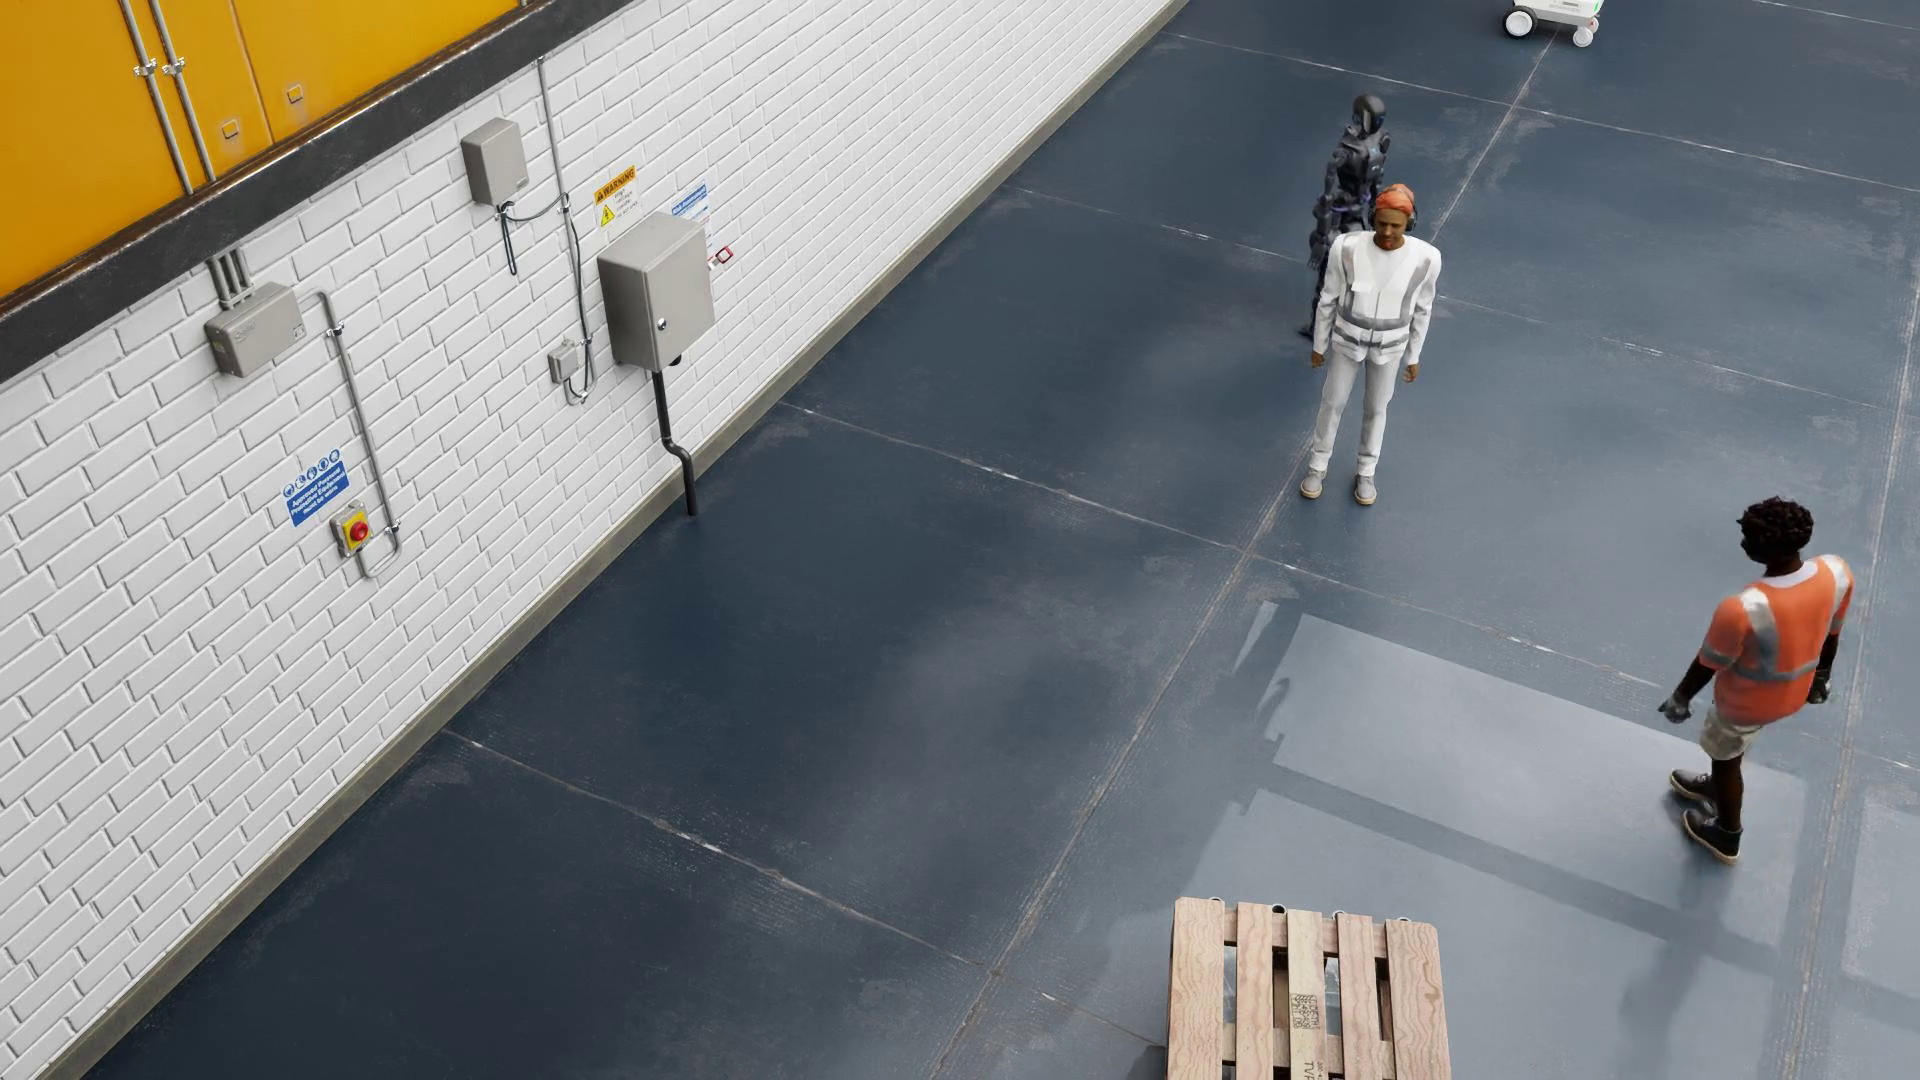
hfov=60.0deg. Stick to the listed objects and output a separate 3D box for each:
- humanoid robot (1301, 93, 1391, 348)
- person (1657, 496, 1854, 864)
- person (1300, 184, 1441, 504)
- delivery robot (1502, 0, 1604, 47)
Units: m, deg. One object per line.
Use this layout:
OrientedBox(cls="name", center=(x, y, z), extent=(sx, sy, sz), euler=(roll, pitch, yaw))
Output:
OrientedBox(cls="humanoid robot", center=(2.314, -1.894, 9.953), extent=(0.591, 1.646, 0.345), euler=(-28, 48, -29))
OrientedBox(cls="person", center=(3.266, 0.592, 6.881), extent=(0.667, 1.924, 0.490), euler=(-19, 44, -21))
OrientedBox(cls="person", center=(2.147, -1.013, 8.777), extent=(0.581, 1.882, 0.351), euler=(8, 41, 9))
OrientedBox(cls="delivery robot", center=(4.914, -4.435, 13.772), extent=(0.804, 0.610, 0.499), euler=(18, 44, 19))
